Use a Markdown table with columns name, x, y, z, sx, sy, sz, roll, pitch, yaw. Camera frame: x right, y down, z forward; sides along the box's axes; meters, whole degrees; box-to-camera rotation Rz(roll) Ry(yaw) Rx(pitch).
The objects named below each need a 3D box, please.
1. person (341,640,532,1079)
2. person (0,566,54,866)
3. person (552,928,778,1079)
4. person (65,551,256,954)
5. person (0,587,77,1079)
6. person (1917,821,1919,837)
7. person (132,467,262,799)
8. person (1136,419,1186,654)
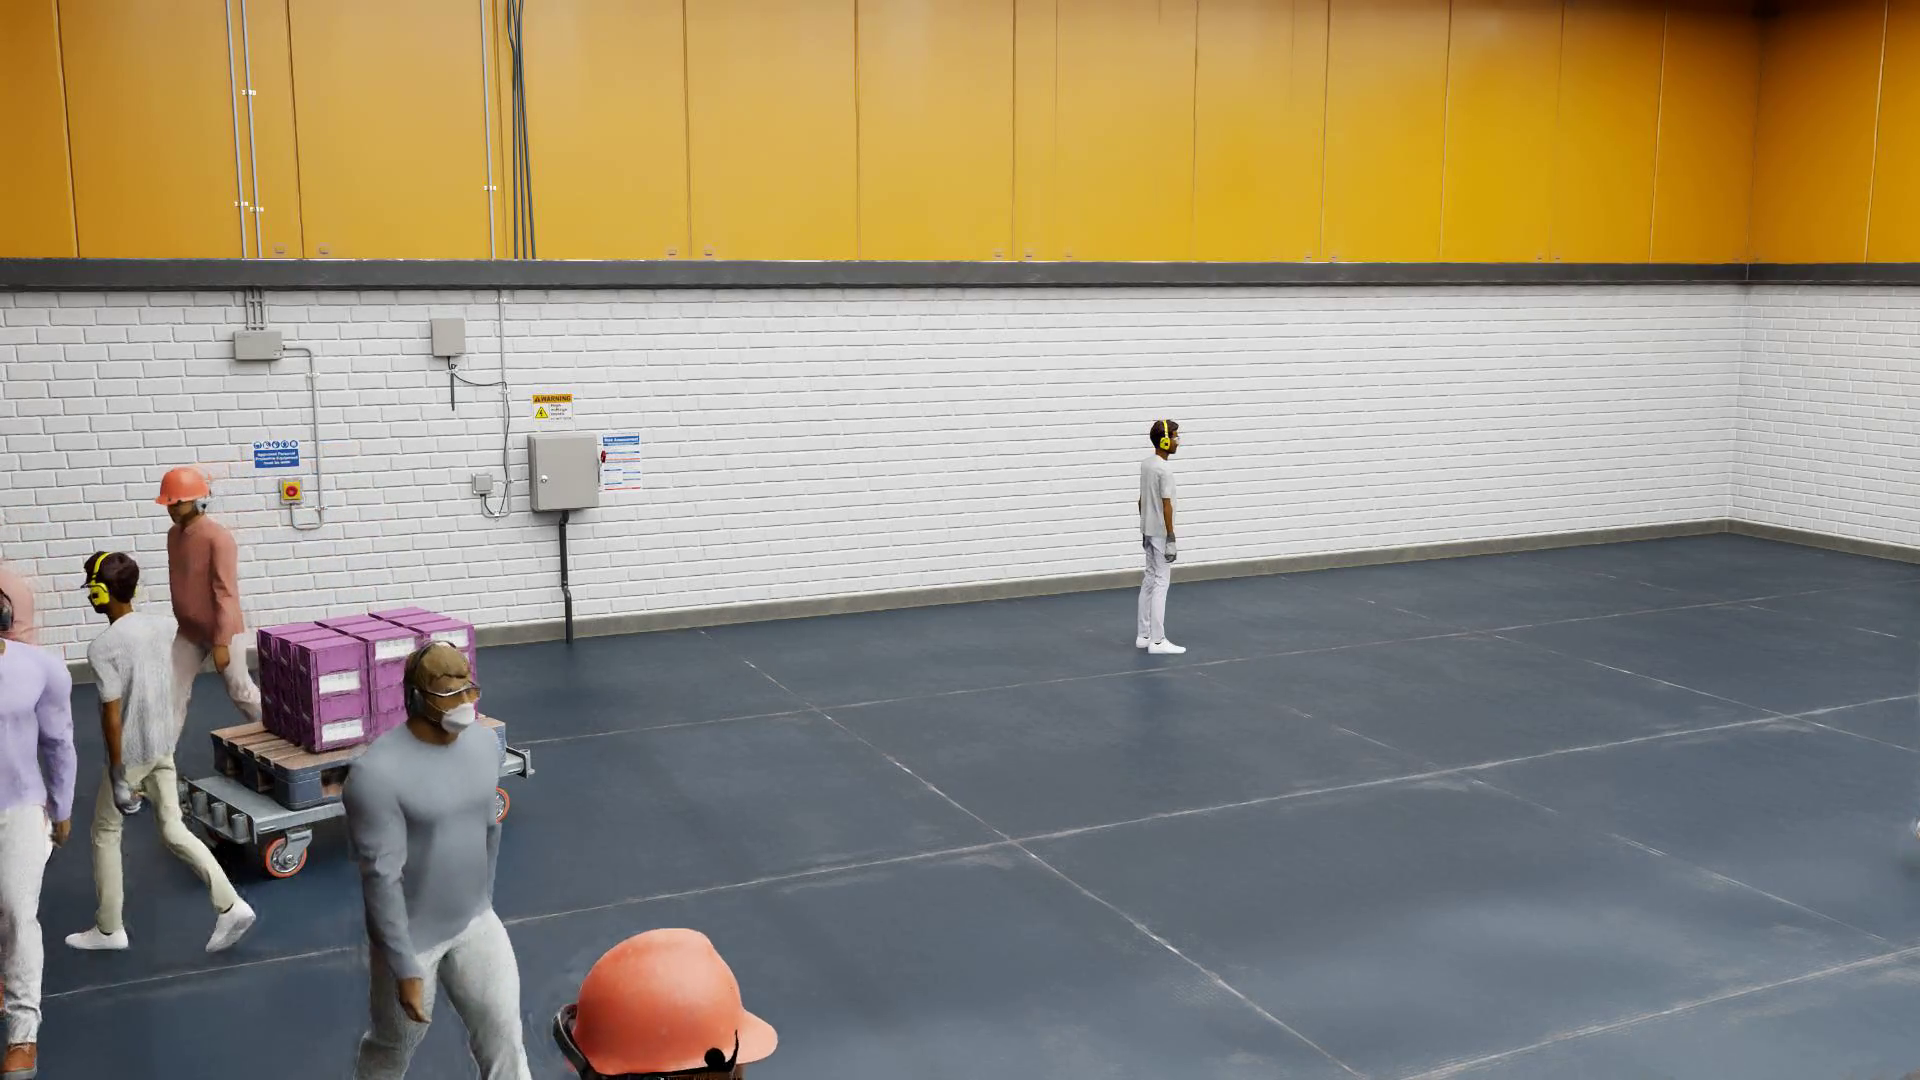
| name | x | y | z | sx | sy | sz | roll | pitch | yaw |
| --- | --- | --- | --- | --- | --- | --- | --- | --- | --- |
| person | -1.583 | 1.258 | 5.222 | 1.007 | 1.891 | 0.651 | 6 | 11 | 31 |
| person | -4.781 | 0.795 | 8.087 | 0.665 | 1.890 | 0.491 | 1 | 9 | 9 |
| person | -0.417 | 1.602 | 2.750 | 1.036 | 1.993 | 0.639 | -1 | 9 | -4 |
| person | -3.580 | 0.953 | 7.332 | 0.856 | 1.827 | 0.486 | 3 | 10 | 17 |
| person | -3.803 | 1.057 | 6.512 | 0.646 | 1.898 | 1.032 | -4 | 10 | -26 |
| person | 4.869 | 0.854 | 7.918 | 0.590 | 1.842 | 0.892 | 2 | 9 | 13 |
| person | -4.405 | 0.528 | 9.669 | 0.640 | 1.927 | 1.033 | 6 | 11 | 33 |
| person | 1.601 | -0.030 | 13.284 | 0.312 | 1.869 | 0.535 | -3 | 10 | -17 |
